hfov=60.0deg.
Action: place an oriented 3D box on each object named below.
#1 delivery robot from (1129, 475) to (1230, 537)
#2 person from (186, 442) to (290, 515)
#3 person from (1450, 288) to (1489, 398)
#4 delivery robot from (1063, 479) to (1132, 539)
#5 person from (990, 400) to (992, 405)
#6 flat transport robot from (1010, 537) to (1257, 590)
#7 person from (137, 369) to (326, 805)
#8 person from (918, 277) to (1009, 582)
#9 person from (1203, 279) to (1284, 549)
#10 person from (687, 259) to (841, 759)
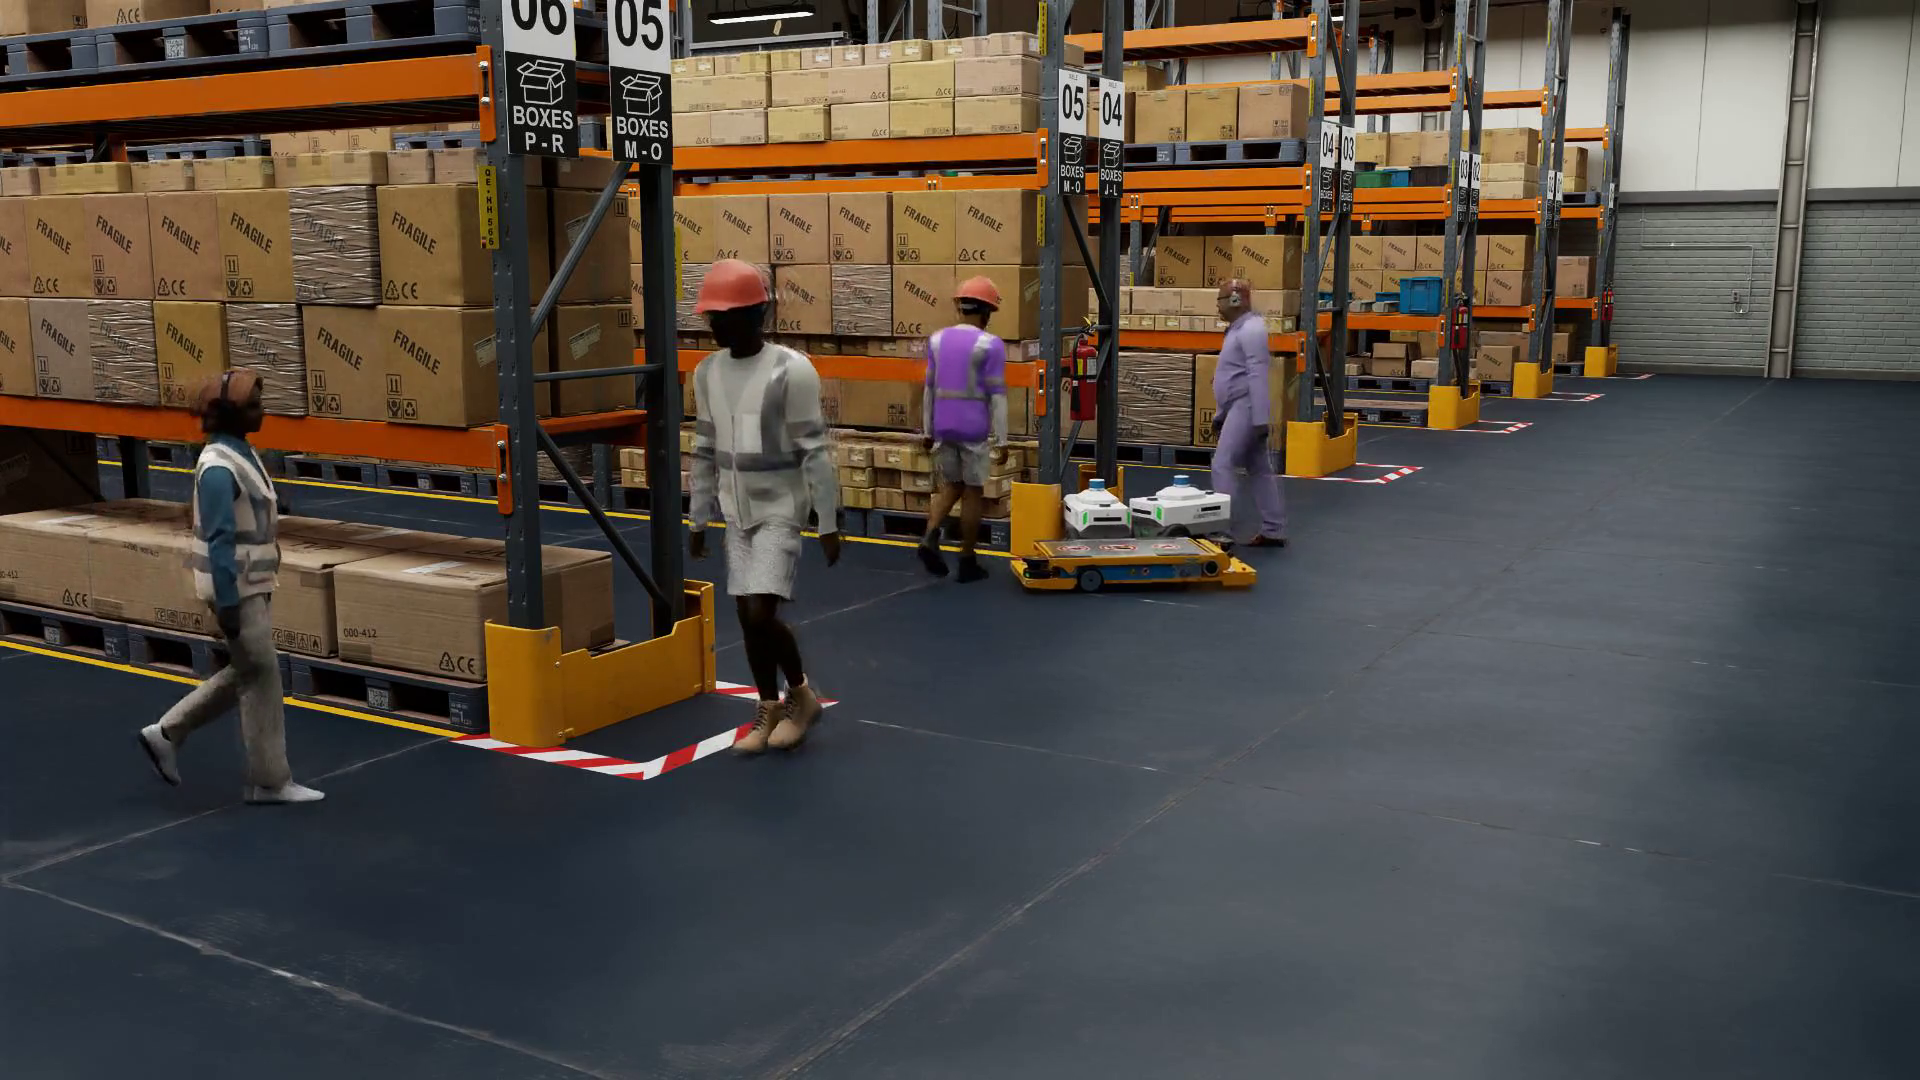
[{"bbox_3d":[1.483,-0.192,11.177,0.707,0.478,0.477,-7,12,-35],"label":"delivery robot"},{"bbox_3d":[-5.140,-0.903,11.656,0.819,1.910,0.546,5,11,28],"label":"person"},{"bbox_3d":[7.187,-2.800,23.698,0.806,1.583,0.517,5,11,29],"label":"person"},{"bbox_3d":[0.902,-0.162,10.999,0.477,0.478,0.707,-1,10,-7],"label":"delivery robot"},{"bbox_3d":[0.079,-1.280,13.822,0.397,1.922,0.582,6,11,30],"label":"person"},{"bbox_3d":[1.066,0.137,10.355,1.431,0.197,0.652,-1,10,-7],"label":"flat transport robot"},{"bbox_3d":[-2.704,0.188,6.080,0.577,1.626,0.520,-3,10,-16],"label":"person"},{"bbox_3d":[0.014,-0.668,10.320,0.587,1.902,0.603,7,12,37],"label":"person"},{"bbox_3d":[1.918,-0.863,11.541,0.745,1.871,0.660,2,10,10],"label":"person"},{"bbox_3d":[-0.807,-0.096,6.620,0.688,2.016,0.507,7,12,35],"label":"person"}]
